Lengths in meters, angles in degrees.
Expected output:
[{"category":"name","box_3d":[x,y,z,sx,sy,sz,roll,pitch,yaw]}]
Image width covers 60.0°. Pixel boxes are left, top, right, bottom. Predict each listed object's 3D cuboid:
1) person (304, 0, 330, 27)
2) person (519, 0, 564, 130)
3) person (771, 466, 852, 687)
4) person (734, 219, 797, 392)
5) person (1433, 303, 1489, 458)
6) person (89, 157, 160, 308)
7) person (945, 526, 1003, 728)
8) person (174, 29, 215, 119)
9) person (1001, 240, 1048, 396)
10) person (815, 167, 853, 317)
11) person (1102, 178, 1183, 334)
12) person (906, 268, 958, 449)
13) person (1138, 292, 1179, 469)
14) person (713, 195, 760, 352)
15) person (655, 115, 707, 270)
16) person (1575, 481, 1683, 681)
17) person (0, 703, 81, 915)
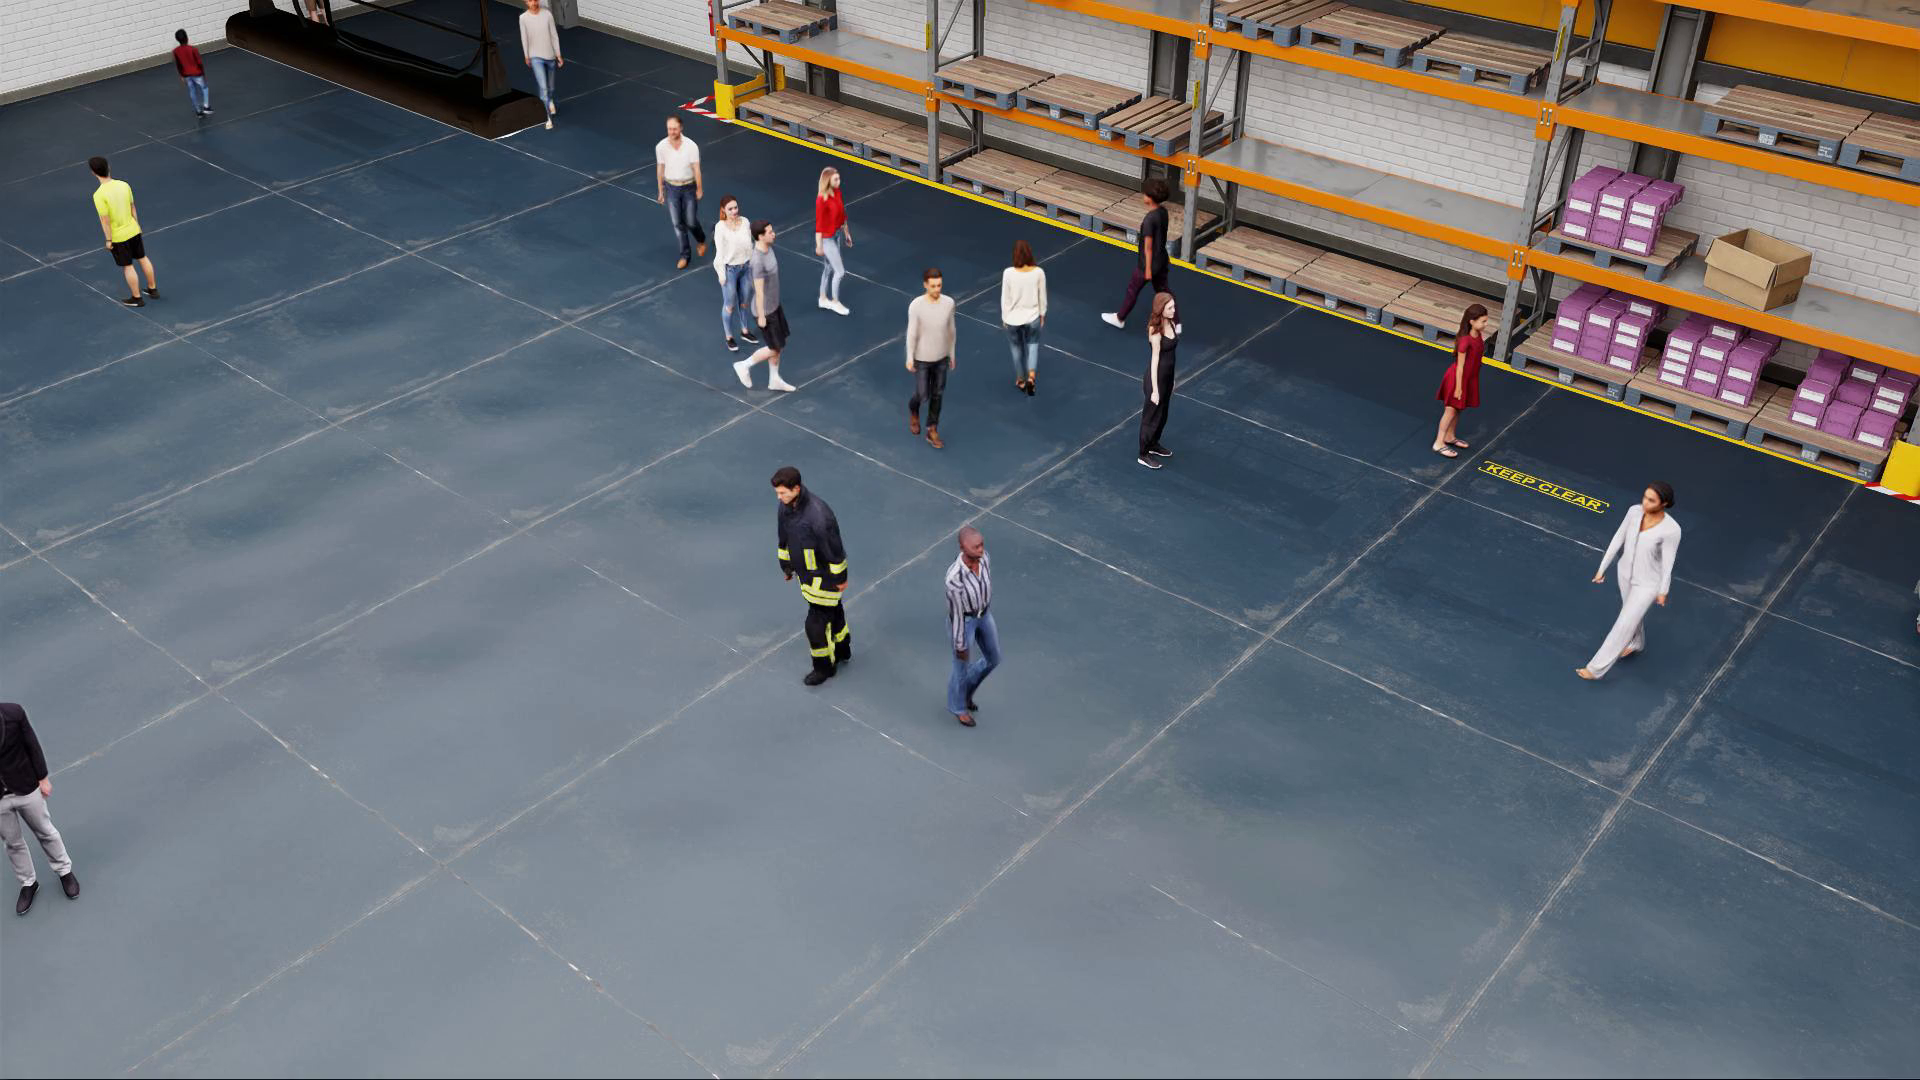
[{"category":"person","box_3d":[-10.491,-8.966,26.953,0.551,1.844,0.626,24,40,31]},{"category":"person","box_3d":[-5.890,-6.828,23.475,1.028,1.862,1.304,-13,36,-19]},{"category":"person","box_3d":[-1.027,0.192,12.902,0.805,1.876,0.926,28,43,35]},{"category":"person","box_3d":[-2.031,-2.335,16.719,0.990,1.859,0.885,7,34,10]},{"category":"person","box_3d":[4.767,-1.542,15.804,0.618,1.551,0.556,21,39,28]},{"category":"person","box_3d":[-9.320,-3.446,18.528,0.619,1.706,0.669,15,36,21]},{"category":"person","box_3d":[-0.008,0.623,12.339,0.628,1.781,0.665,22,39,29]},{"category":"person","box_3d":[-10.978,-6.648,23.757,0.589,1.250,0.640,-5,34,-7]},{"category":"person","box_3d":[0.630,-2.176,16.654,0.875,1.665,0.929,-1,34,-2]},{"category":"person","box_3d":[-1.499,-3.325,18.362,0.771,1.688,0.720,12,36,18]},{"category":"person","box_3d":[2.132,-2.982,17.799,1.169,1.740,0.785,17,37,24]},{"category":"person","box_3d":[-0.303,-1.787,15.898,0.796,1.855,0.876,-13,36,-19]},{"category":"person","box_3d":[1.859,-1.520,15.592,0.573,1.747,0.627,17,37,24]},{"category":"person","box_3d":[-2.390,-2.854,17.650,0.657,1.692,0.609,-24,40,-31]},{"category":"person","box_3d":[-3.225,-4.119,19.419,0.866,1.841,0.909,7,34,11]},{"category":"person","box_3d":[5.347,0.278,12.939,1.003,1.691,1.138,-16,37,-23]},{"category":"person","box_3d":[-6.181,1.603,10.807,0.735,1.845,0.713,-15,36,-21]}]
